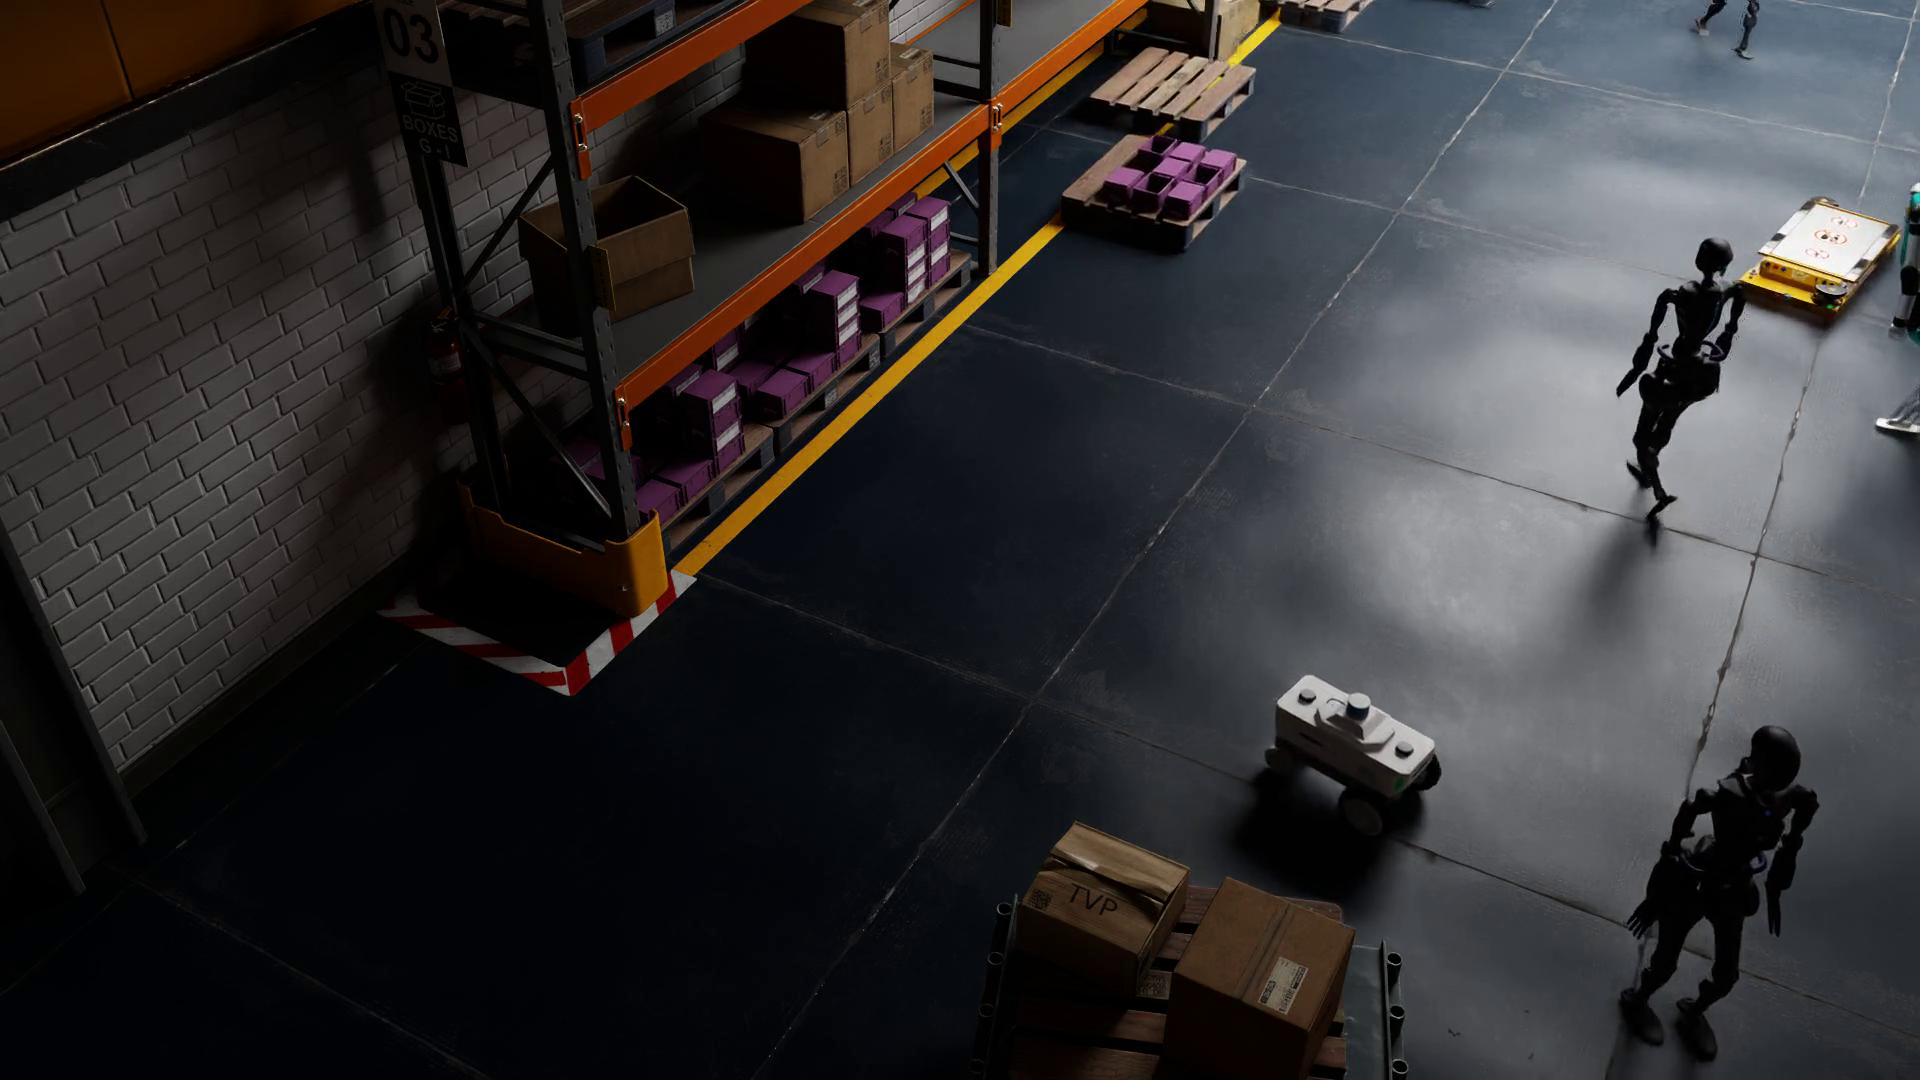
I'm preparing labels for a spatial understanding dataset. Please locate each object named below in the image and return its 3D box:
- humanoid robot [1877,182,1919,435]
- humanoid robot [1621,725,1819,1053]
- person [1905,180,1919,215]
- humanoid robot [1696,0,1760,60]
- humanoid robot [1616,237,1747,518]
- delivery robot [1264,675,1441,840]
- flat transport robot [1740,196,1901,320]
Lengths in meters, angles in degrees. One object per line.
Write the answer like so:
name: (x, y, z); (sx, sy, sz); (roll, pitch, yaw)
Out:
humanoid robot: (5.735, -1.318, 9.721); (0.790, 1.802, 0.549); (26, 45, 28)
humanoid robot: (2.899, 1.356, 6.391); (0.589, 1.646, 0.361); (-4, 39, -5)
person: (7.251, -3.111, 11.809); (0.581, 1.895, 0.355); (23, 44, 26)
humanoid robot: (6.902, -5.113, 14.515); (0.603, 1.642, 0.741); (-5, 39, -6)
humanoid robot: (4.040, -0.909, 9.236); (0.588, 1.636, 0.601); (-7, 39, -8)
delivery robot: (1.830, 0.963, 7.778); (0.777, 0.583, 0.499); (29, 47, 31)
flat transport robot: (6.086, -2.006, 11.727); (0.659, 0.231, 1.431); (28, 46, 30)
